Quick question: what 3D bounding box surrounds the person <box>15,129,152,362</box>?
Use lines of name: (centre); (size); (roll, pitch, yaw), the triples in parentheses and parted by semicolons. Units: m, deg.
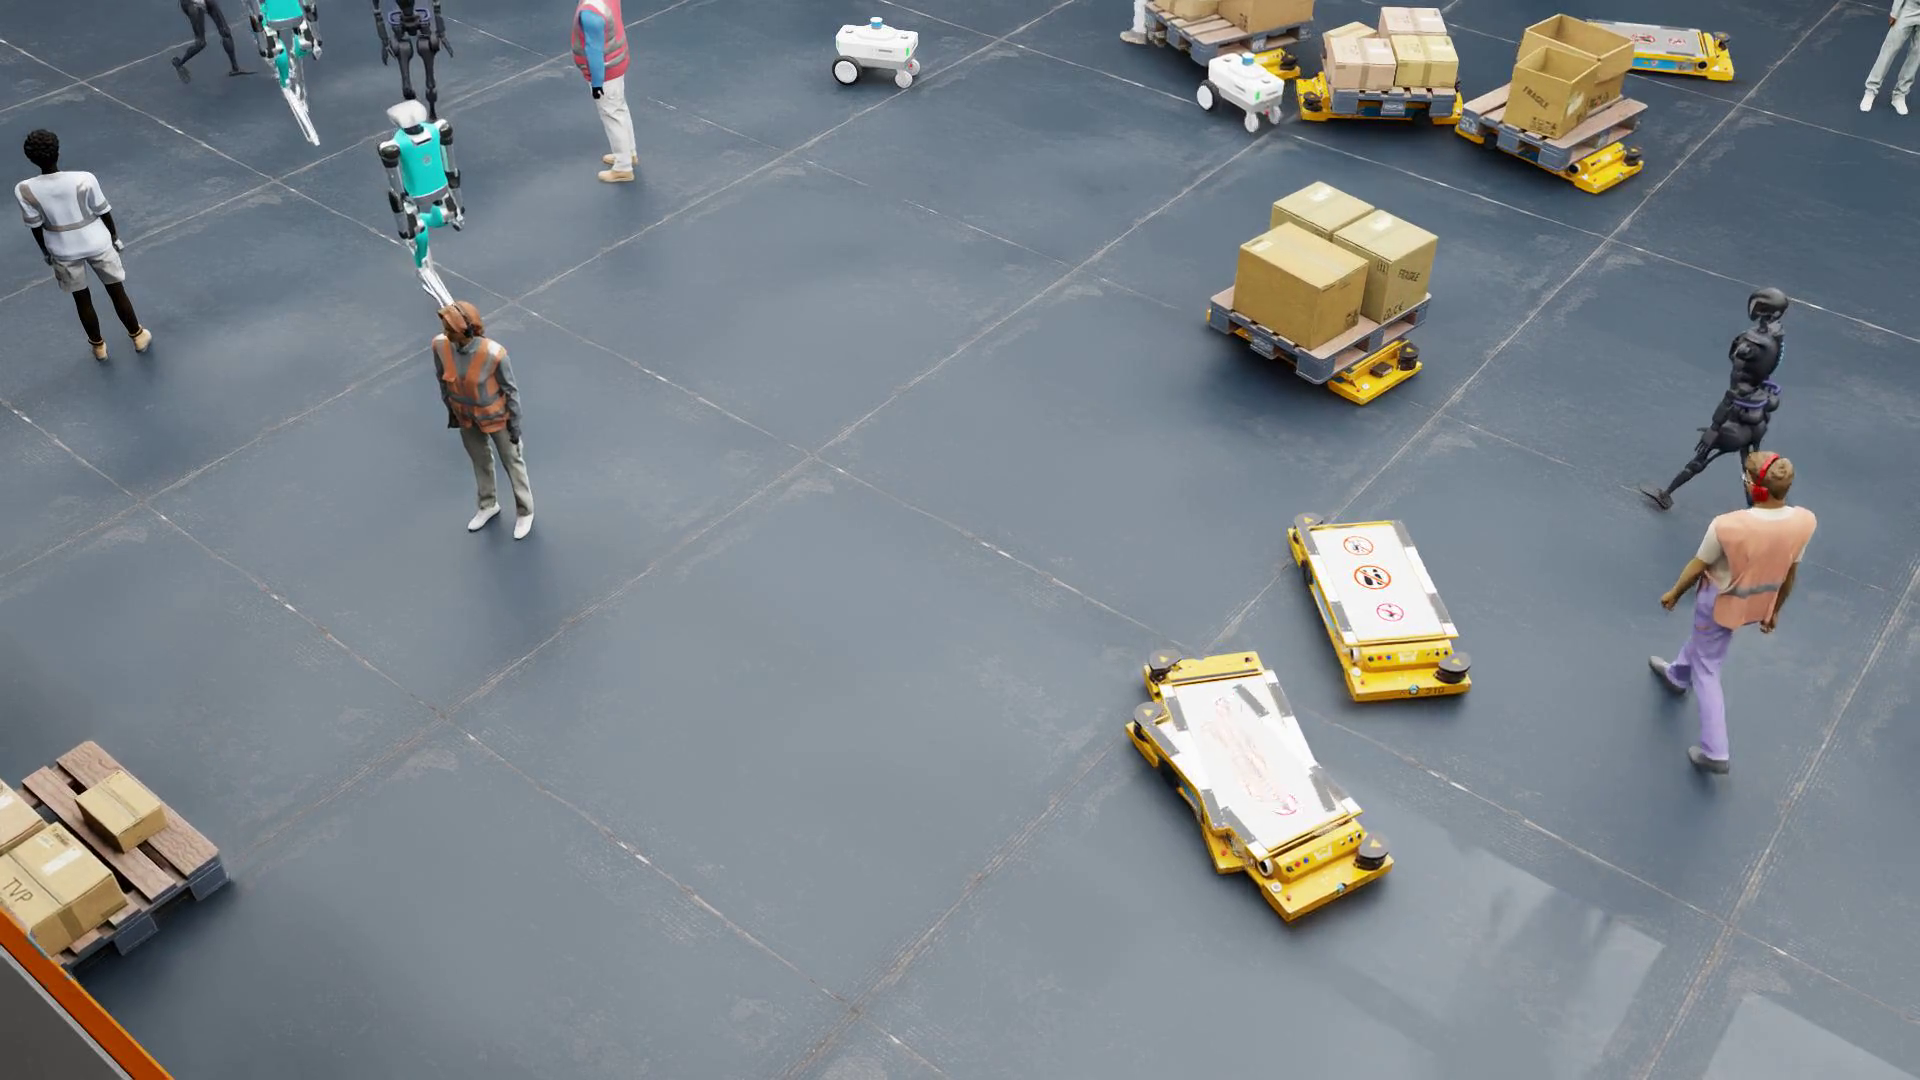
person: (-5.983, -1.995, 11.322); (0.539, 1.696, 0.316); (-15, 43, -17)

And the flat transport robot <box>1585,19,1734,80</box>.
flat transport robot: (6.393, -4.544, 15.423); (1.431, 0.231, 0.659); (9, 41, 10)

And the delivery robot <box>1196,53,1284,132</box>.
delivery robot: (2.483, -3.942, 14.488); (0.499, 0.586, 0.765); (-23, 45, -24)

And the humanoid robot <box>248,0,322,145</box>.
humanoid robot: (-5.707, -4.263, 13.999); (0.533, 1.778, 1.012); (-23, 45, -24)

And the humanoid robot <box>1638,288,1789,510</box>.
humanoid robot: (4.651, -0.763, 9.920); (0.585, 1.619, 0.808); (-32, 50, -32)

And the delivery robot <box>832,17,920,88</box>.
delivery robot: (-0.772, -4.430, 15.077); (0.794, 0.606, 0.499); (9, 41, 11)

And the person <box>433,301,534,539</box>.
person: (-2.815, -0.716, 9.863); (0.513, 1.636, 0.313); (12, 42, 14)

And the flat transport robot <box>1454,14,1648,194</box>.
flat transport robot: (4.966, -3.357, 14.027); (0.659, 0.231, 1.431); (-28, 48, -29)

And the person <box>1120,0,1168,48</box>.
person: (1.844, -5.480, 15.297); (0.621, 1.857, 0.456); (-18, 44, -20)

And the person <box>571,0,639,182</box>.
person: (-2.861, -3.770, 13.312); (0.431, 1.835, 0.628); (1, 40, 1)

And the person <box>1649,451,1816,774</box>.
person: (3.963, 0.344, 8.499); (0.557, 1.794, 0.915); (-11, 42, -12)

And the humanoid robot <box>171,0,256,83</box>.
humanoid robot: (-6.836, -4.889, 14.762); (0.651, 1.644, 0.589); (2, 40, 3)

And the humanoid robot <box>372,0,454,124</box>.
humanoid robot: (-4.586, -4.225, 13.960); (0.585, 1.654, 0.345); (-13, 42, -15)

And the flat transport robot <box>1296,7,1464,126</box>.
flat transport robot: (3.719, -3.909, 14.676); (1.431, 0.231, 0.659); (3, 40, 3)

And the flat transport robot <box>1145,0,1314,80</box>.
flat transport robot: (2.485, -4.607, 15.497); (0.659, 0.231, 1.431); (-18, 44, -20)

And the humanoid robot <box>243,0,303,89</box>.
humanoid robot: (-6.170, -4.852, 14.681); (0.675, 1.828, 0.538); (-2, 40, -2)

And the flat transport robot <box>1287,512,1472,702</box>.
flat transport robot: (2.413, 0.352, 9.664); (0.659, 0.231, 1.431); (-4, 41, -5)

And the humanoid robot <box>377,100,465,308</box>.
humanoid robot: (-3.798, -2.310, 11.663); (1.004, 1.734, 0.543); (33, 50, 33)

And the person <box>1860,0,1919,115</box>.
person: (8.218, -4.485, 14.216); (0.491, 1.740, 0.322); (8, 41, 10)

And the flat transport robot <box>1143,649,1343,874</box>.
flat transport robot: (1.472, 1.114, 8.768); (0.659, 0.231, 1.431); (-7, 41, -8)

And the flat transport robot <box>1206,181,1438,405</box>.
flat transport robot: (2.500, -1.450, 11.783); (0.659, 0.231, 1.431); (-29, 48, -30)

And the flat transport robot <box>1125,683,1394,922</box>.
flat transport robot: (1.517, 1.283, 8.569); (0.659, 0.231, 1.431); (-20, 44, -22)
